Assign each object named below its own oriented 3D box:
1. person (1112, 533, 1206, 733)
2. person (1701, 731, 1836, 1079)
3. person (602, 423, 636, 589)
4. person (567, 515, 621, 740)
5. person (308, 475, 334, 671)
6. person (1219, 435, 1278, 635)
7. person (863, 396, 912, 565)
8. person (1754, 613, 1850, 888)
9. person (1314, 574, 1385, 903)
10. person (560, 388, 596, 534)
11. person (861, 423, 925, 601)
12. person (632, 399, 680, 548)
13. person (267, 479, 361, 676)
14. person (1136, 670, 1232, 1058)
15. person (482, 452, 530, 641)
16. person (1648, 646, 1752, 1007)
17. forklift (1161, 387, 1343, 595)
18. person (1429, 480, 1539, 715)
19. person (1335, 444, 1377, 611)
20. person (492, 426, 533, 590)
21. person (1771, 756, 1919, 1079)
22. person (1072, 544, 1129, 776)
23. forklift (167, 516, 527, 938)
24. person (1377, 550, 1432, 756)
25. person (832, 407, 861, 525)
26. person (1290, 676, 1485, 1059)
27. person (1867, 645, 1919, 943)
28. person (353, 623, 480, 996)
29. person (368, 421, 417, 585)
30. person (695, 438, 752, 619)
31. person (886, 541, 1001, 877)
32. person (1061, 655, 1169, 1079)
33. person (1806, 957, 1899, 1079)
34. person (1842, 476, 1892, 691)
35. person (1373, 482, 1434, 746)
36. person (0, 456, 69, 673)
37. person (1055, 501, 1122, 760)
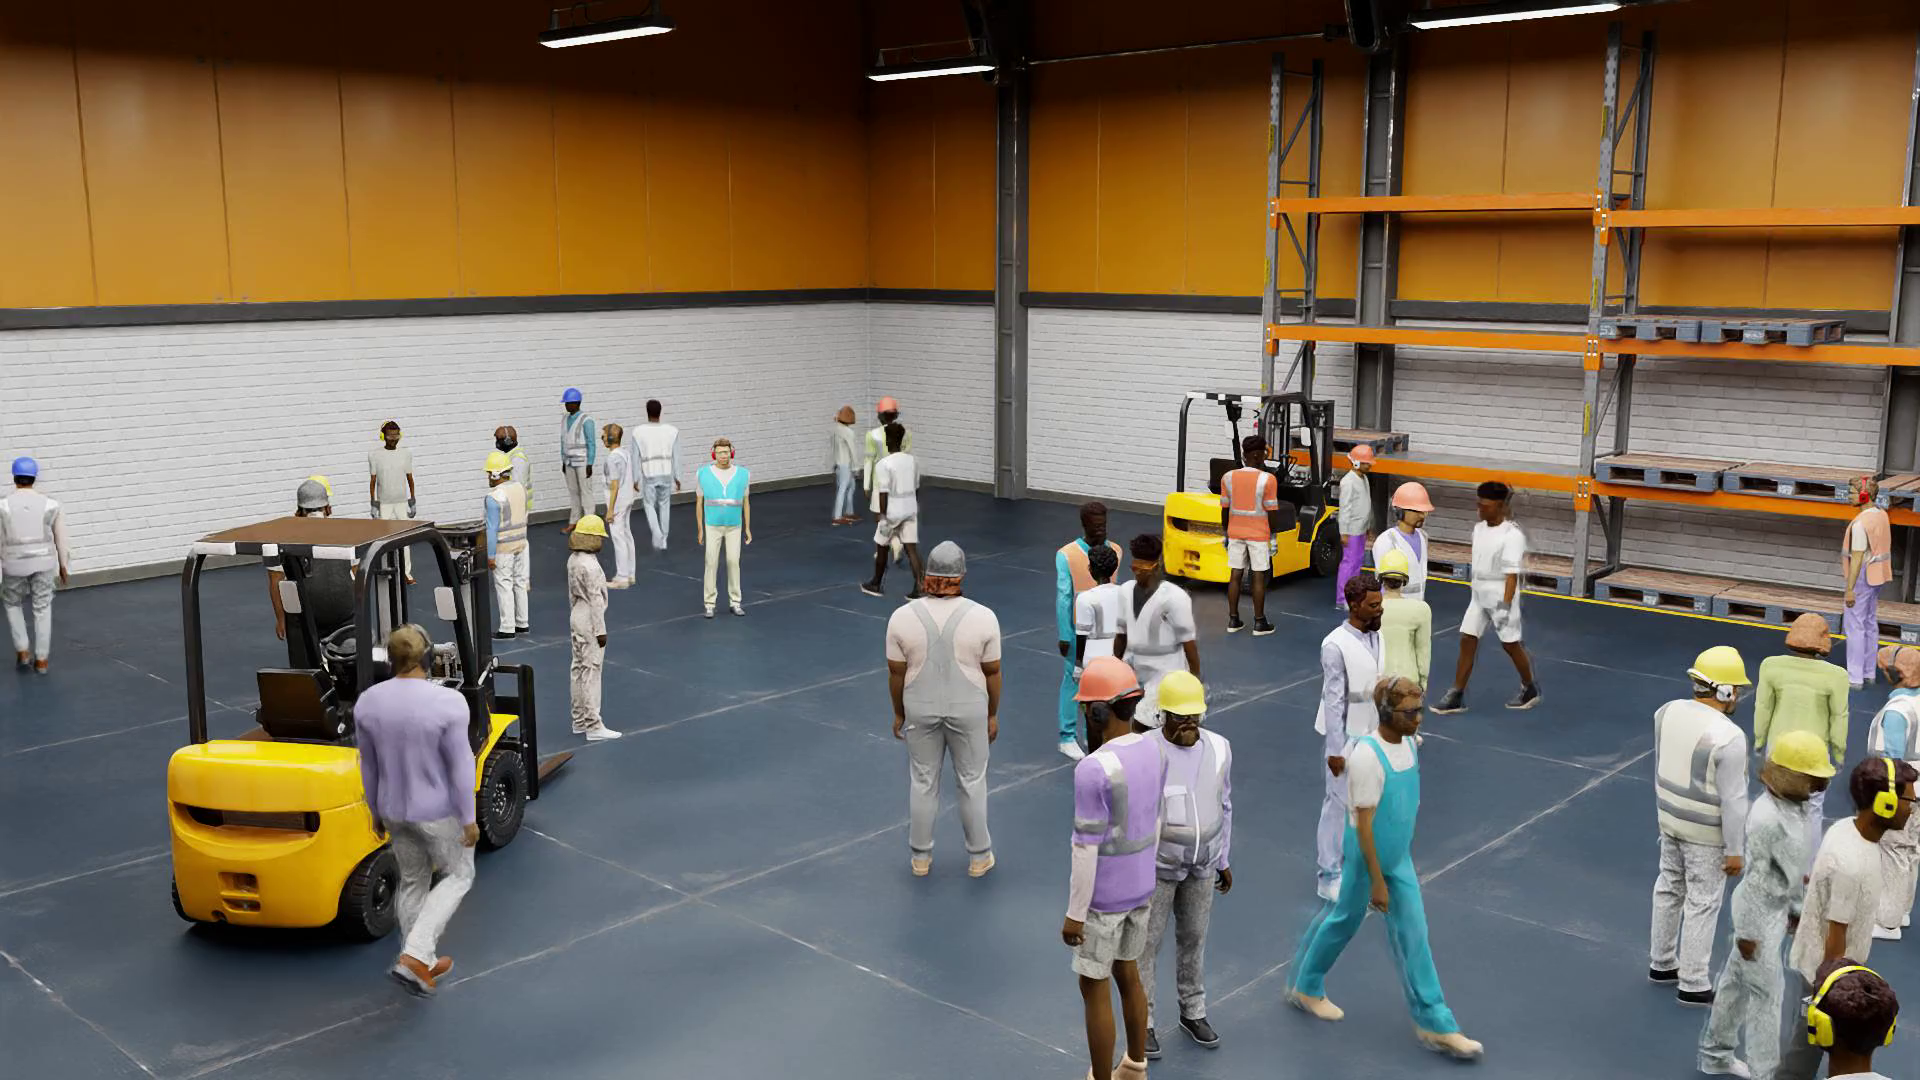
[{"bbox_3d":[1.276,0.886,11.065,0.918,1.899,0.615,-4,11,-21],"label":"person"},{"bbox_3d":[3.558,1.652,7.296,0.594,1.708,0.500,9,13,41],"label":"person"},{"bbox_3d":[-3.792,-0.376,18.443,0.325,1.843,0.516,2,10,9],"label":"person"},{"bbox_3d":[-2.838,0.667,12.819,0.308,1.736,0.485,-7,12,-34],"label":"person"},{"bbox_3d":[-5.716,0.300,14.838,0.328,1.761,0.523,-3,10,-17],"label":"person"},{"bbox_3d":[2.836,-0.050,16.261,0.600,1.959,0.375,7,12,35],"label":"person"},{"bbox_3d":[-0.834,-0.692,19.755,0.617,2.020,0.788,-6,12,-31],"label":"person"},{"bbox_3d":[4.978,1.236,9.869,0.507,1.631,0.275,8,13,40],"label":"person"},{"bbox_3d":[2.268,1.137,9.622,0.392,1.918,0.588,7,12,36],"label":"person"},{"bbox_3d":[-5.026,-1.024,21.838,0.606,1.947,0.406,8,13,39],"label":"person"},{"bbox_3d":[-0.688,-0.303,17.845,0.613,1.917,0.929,-8,13,-40],"label":"person"},{"bbox_3d":[-3.768,-0.802,20.711,0.607,1.897,0.634,-4,11,-20],"label":"person"},{"bbox_3d":[-4.859,0.543,12.655,0.687,2.000,0.535,-7,12,-34],"label":"person"},{"bbox_3d":[1.017,1.501,7.793,0.590,1.833,0.404,-4,11,-20],"label":"person"},{"bbox_3d":[-4.390,0.061,16.032,0.404,1.824,0.586,4,11,20],"label":"person"},{"bbox_3d":[3.690,1.421,8.291,0.403,1.821,0.601,-2,10,-13],"label":"person"},{"bbox_3d":[3.298,-0.608,18.767,1.214,2.155,2.313,9,13,42],"label":"forklift"},{"bbox_3d":[4.340,0.467,13.450,0.999,1.919,0.637,-4,11,-21],"label":"person"},{"bbox_3d":[4.139,-0.131,17.339,0.344,1.742,0.571,7,12,33],"label":"person"},{"bbox_3d":[-4.943,-0.353,18.368,0.429,1.831,0.635,-5,11,-26],"label":"person"},{"bbox_3d":[3.470,1.730,6.509,0.593,1.836,0.634,7,12,33],"label":"person"},{"bbox_3d":[1.013,0.869,11.798,0.530,1.689,0.321,-9,13,-41],"label":"person"},{"bbox_3d":[-3.583,0.976,9.748,1.214,2.155,2.313,2,10,11],"label":"forklift"},{"bbox_3d":[2.885,0.942,11.161,0.522,1.769,0.317,1,10,4],"label":"person"},{"bbox_3d":[-1.497,-1.019,22.734,0.586,1.612,0.534,-5,11,-28],"label":"person"},{"bbox_3d":[1.992,1.512,7.871,0.522,1.785,1.010,-9,14,-42],"label":"person"},{"bbox_3d":[5.105,1.374,9.072,0.312,1.638,0.512,10,14,43],"label":"person"},{"bbox_3d":[-2.720,1.367,8.304,0.644,1.920,0.512,3,10,17],"label":"person"},{"bbox_3d":[-6.332,-0.405,18.579,0.509,1.860,0.334,-7,12,-33],"label":"person"},{"bbox_3d":[-2.420,-0.129,17.027,0.563,1.847,0.392,-3,10,-17],"label":"person"},{"bbox_3d":[-0.080,1.007,10.012,0.676,2.000,0.536,1,10,8],"label":"person"},{"bbox_3d":[0.645,1.503,7.226,0.410,2.029,0.619,7,12,36],"label":"person"},{"bbox_3d":[2.378,2.056,4.565,0.512,1.861,0.325,-2,10,-11],"label":"person"},{"bbox_3d":[7.727,0.374,14.211,0.567,1.836,0.381,-9,13,-41],"label":"person"},{"bbox_3d":[3.331,0.575,12.463,0.393,2.041,0.613,10,14,44],"label":"person"},{"bbox_3d":[-8.297,0.217,14.831,0.642,1.923,0.543,-7,12,-35],"label":"person"},{"bbox_3d":[0.947,0.654,12.371,0.596,1.916,0.373,-7,12,-36],"label":"person"}]
